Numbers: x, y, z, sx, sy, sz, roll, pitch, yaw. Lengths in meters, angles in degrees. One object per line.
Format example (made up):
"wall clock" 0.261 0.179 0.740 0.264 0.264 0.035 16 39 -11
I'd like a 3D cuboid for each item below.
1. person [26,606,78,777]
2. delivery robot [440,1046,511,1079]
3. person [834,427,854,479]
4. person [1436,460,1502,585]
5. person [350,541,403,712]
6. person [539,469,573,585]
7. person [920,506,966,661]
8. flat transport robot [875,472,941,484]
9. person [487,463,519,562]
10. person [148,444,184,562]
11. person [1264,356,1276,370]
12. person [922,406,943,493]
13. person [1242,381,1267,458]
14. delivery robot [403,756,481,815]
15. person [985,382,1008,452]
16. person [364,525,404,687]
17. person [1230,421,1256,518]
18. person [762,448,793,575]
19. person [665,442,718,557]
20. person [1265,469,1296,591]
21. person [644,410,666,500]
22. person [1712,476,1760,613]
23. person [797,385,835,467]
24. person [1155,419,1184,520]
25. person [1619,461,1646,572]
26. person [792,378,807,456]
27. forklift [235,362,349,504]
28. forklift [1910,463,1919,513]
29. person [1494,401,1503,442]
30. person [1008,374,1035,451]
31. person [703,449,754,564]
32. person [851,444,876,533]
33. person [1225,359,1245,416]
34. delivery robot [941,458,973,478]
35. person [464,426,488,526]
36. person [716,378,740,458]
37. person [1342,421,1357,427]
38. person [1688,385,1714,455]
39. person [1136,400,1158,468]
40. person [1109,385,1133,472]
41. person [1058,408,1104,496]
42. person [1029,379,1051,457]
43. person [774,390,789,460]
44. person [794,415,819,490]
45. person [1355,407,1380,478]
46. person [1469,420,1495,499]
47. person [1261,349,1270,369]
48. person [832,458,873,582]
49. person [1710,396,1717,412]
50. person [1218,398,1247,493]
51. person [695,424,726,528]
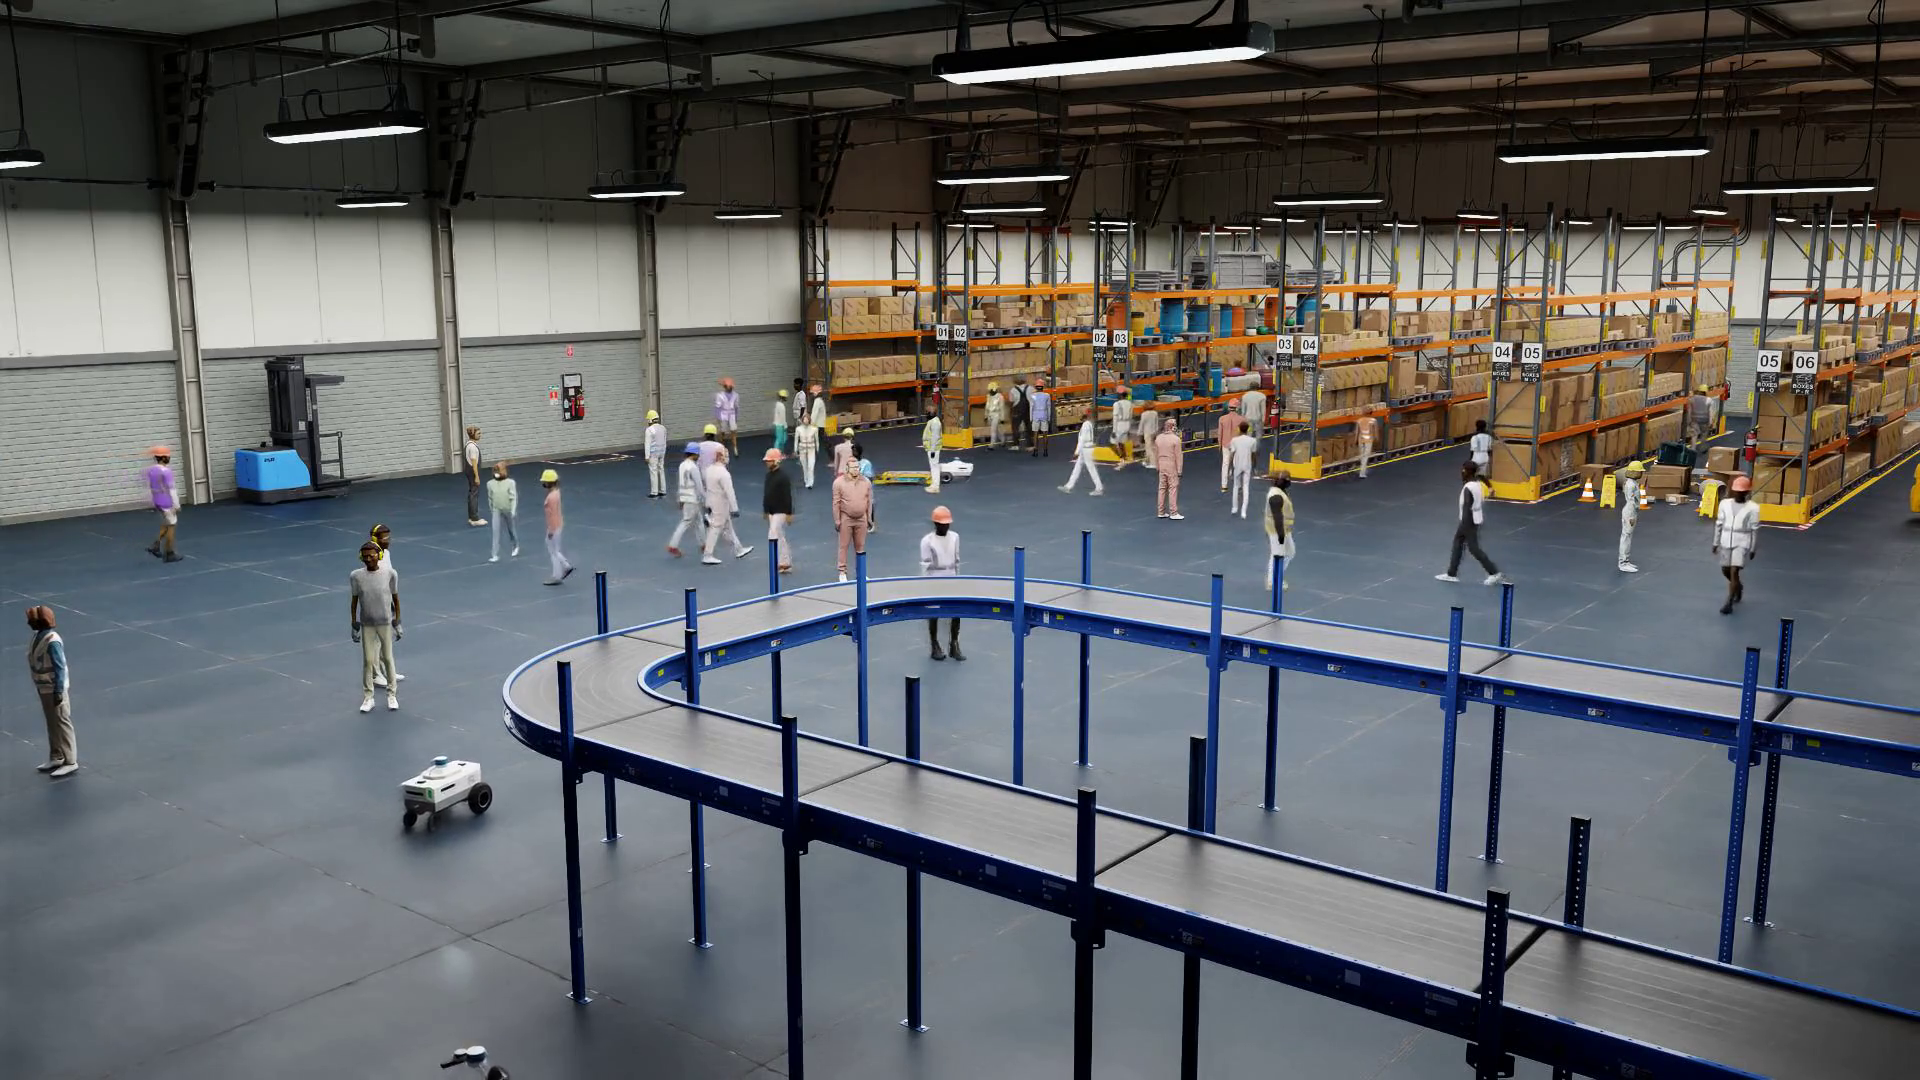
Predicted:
"person" -8.631 1.422 14.859 0.515 1.636 0.315 9 14 42
"delivery robot" -2.663 2.915 8.619 0.335 0.223 0.698 -7 12 -36
"person" -2.150 -1.278 29.775 0.526 1.735 0.814 1 10 5
"person" 7.777 -0.274 23.717 0.933 1.888 0.601 5 11 26
"person" -6.336 0.927 16.988 0.537 1.869 0.312 -3 10 -15
"person" -6.142 -0.195 23.594 0.382 1.755 0.543 -1 10 -8
"person" -0.176 0.545 19.009 0.569 1.910 0.727 -6 12 -31
"flat transport robot" -1.141 -1.390 34.644 1.431 0.197 0.652 0 10 1
"person" -7.498 -0.479 25.690 0.503 1.589 0.862 0 10 2
"person" -12.906 -0.597 25.411 0.553 1.922 0.441 8 13 37
"person" 10.631 -5.435 53.306 0.619 1.673 0.382 1 10 4
"person" -0.586 -1.930 33.151 0.429 1.839 0.633 -1 10 -4
"person" 7.378 -3.023 39.075 0.662 1.913 0.771 6 11 28
"delivery robot" -4.536 2.141 13.708 0.477 0.478 0.707 4 11 22
"person" 0.957 -3.200 40.434 0.755 1.804 0.600 -7 12 -36
"person" -6.662 0.742 18.042 0.313 1.865 0.528 1 10 5
"person" 5.431 -1.366 30.019 0.510 1.826 0.948 1 10 8
"person" -2.910 -0.439 24.360 0.702 1.973 0.649 -7 12 -35
"person" -4.495 -0.670 25.927 0.921 1.906 0.625 -5 11 -24
"person" 4.756 -0.145 23.155 0.492 1.818 0.651 3 11 16
"person" -6.296 -1.762 32.265 0.404 1.825 0.599 5 11 26
"person" 10.898 0.031 21.915 0.819 1.910 0.546 -9 13 -41
"person" -3.368 -2.716 37.297 1.015 1.952 0.620 0 10 -1
"person" 3.992 -1.344 29.665 0.409 1.909 0.640 -9 13 -40
"person" 10.628 -0.386 24.732 0.295 1.744 0.488 4 11 21
"person" -4.042 -3.115 39.463 0.367 1.966 0.606 -2 10 -12
"forklift" -13.803 -2.244 32.110 1.129 2.768 1.873 8 13 37
"forklift" 19.034 -1.348 28.998 2.313 2.155 1.214 8 13 37
"person" 12.587 -2.534 36.273 0.635 1.937 0.354 6 12 32
"person" 1.575 -3.312 40.483 0.780 2.000 0.537 -2 10 -11
"person" -3.771 -0.553 25.335 0.979 1.854 0.679 -6 12 -29
"person" -1.774 -0.898 27.883 0.538 1.656 0.866 5 11 27
"person" 8.689 -4.786 49.272 0.645 1.824 0.570 -10 14 -44
"delivery robot" -0.059 -1.583 34.667 0.707 0.478 0.477 0 10 1
"person" -9.001 -1.195 28.998 0.326 1.843 0.515 -5 11 -26
"person" -5.803 -3.048 39.062 0.615 1.995 1.045 -4 11 -23
"person" 11.670 -4.351 46.481 0.402 1.944 0.605 -4 11 -21
"person" 18.656 -3.010 39.392 0.612 1.783 0.919 8 13 37
"person" 4.399 -2.517 37.110 0.517 1.603 0.755 -9 13 -41
"person" 3.712 -2.583 36.306 0.631 2.022 0.428 -10 14 -44
"person" 2.570 -1.848 32.713 0.989 1.832 0.578 1 10 6
"person" 2.000 -3.065 39.273 0.548 1.934 0.375 -1 10 -6
"person" -4.365 -2.828 38.456 0.561 1.738 0.558 -3 11 -17
"person" -3.296 -1.880 33.544 0.536 1.586 0.865 0 10 -2
"person" 9.255 -2.216 35.442 0.520 1.599 0.846 9 14 43
"person" 10.586 -1.601 31.765 0.539 1.682 0.534 -5 11 -27
"person" 10.592 -5.606 53.731 0.653 1.895 0.964 -10 14 -43
"person" -1.619 -0.308 23.827 0.638 1.911 0.402 -5 11 -25
"person" 21.751 -4.147 45.545 0.641 1.858 0.619 7 12 35
"person" 5.766 -1.999 33.101 0.622 1.993 0.382 5 11 24
"person" -4.624 -1.195 28.874 0.598 1.899 0.884 2 10 11
